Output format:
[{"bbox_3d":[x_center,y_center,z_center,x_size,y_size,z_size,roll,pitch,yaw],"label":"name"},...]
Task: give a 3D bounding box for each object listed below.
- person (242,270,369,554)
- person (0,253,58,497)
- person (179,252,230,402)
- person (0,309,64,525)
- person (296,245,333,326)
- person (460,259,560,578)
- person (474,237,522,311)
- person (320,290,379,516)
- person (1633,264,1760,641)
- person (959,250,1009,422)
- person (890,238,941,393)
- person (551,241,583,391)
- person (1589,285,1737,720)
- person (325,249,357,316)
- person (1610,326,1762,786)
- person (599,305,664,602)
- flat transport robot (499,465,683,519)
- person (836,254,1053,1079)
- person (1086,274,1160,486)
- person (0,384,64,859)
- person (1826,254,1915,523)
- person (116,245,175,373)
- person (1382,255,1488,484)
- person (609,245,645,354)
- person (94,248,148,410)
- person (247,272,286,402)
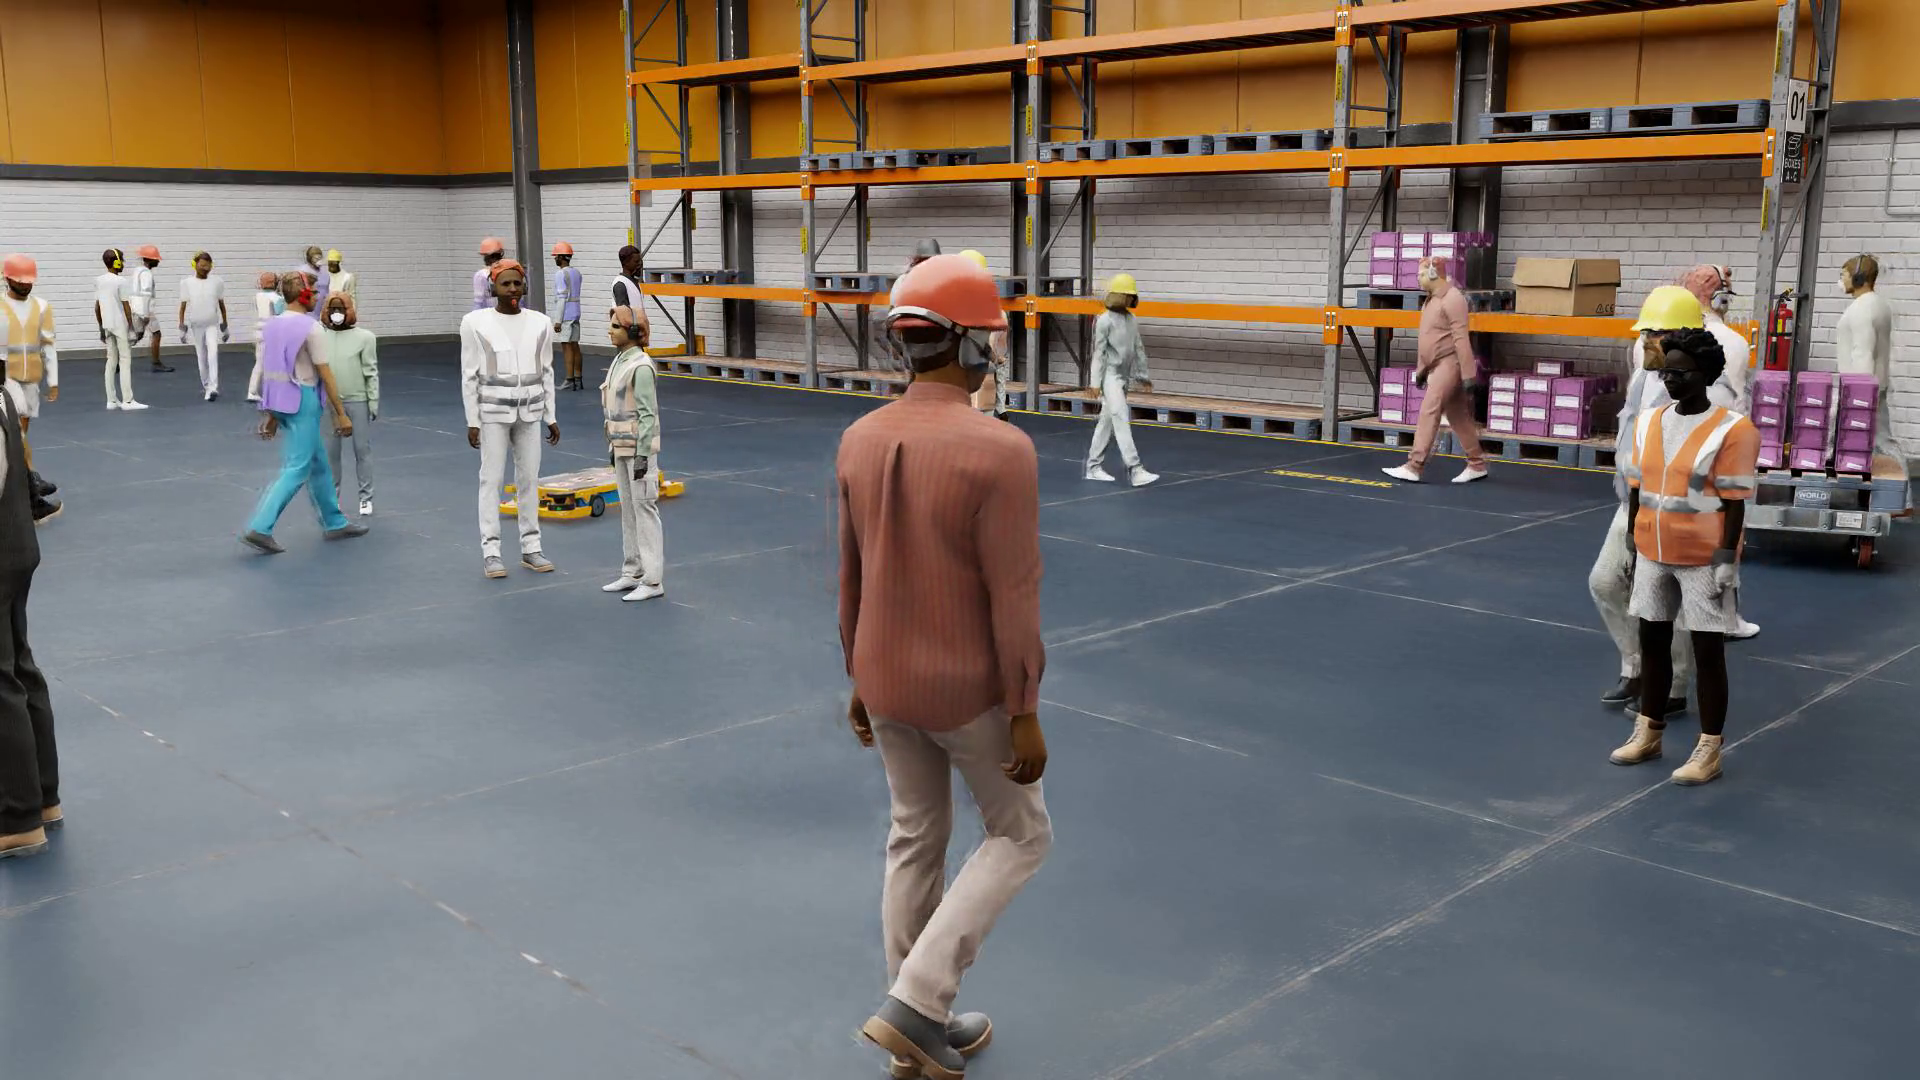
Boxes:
[{"bbox_3d":[-4.289,-0.835,10.746,0.567,1.806,0.922,8,13,38],"label":"person"},{"bbox_3d":[-7.183,-1.241,12.754,0.946,1.874,0.582,7,12,33],"label":"person"},{"bbox_3d":[-9.207,-2.577,20.226,0.563,1.804,1.010,-4,11,-22],"label":"person"},{"bbox_3d":[-6.641,-0.982,11.267,0.621,1.906,1.062,3,11,16],"label":"person"},{"bbox_3d":[-8.821,-3.035,22.527,0.931,1.897,0.666,4,11,22],"label":"person"},{"bbox_3d":[-2.675,-0.724,9.923,0.572,1.883,0.355,-8,13,-36],"label":"person"},{"bbox_3d":[-5.392,-2.563,19.649,0.983,2.010,0.619,8,13,36],"label":"person"},{"bbox_3d":[-4.458,-0.983,12.039,0.500,1.632,0.279,-1,10,-7],"label":"person"},{"bbox_3d":[3.682,-0.415,8.259,0.790,1.881,0.648,-6,12,-31],"label":"person"},{"bbox_3d":[0.050,-0.881,10.650,0.587,1.930,0.363,-5,12,-26],"label":"person"},{"bbox_3d":[-0.308,-2.067,16.814,0.692,2.000,1.064,-10,14,-43],"label":"person"},{"bbox_3d":[-5.137,-2.910,21.693,0.357,1.938,0.543,2,11,13],"label":"person"},{"bbox_3d":[2.888,-0.137,6.886,0.477,1.813,0.615,-2,11,-11],"label":"person"},{"bbox_3d":[-9.350,-3.452,24.965,0.607,1.819,0.588,0,10,-2],"label":"person"},{"bbox_3d":[2.693,0.055,6.203,0.320,1.691,0.530,-6,12,-29],"label":"person"},{"bbox_3d":[-1.824,-0.486,9.277,0.308,1.645,0.514,-6,12,-30],"label":"person"},{"bbox_3d":[-2.749,-0.370,12.388,0.652,0.197,1.431,5,12,26],"label":"flat transport robot"},{"bbox_3d":[-0.049,0.333,3.894,0.634,1.978,0.464,10,14,43],"label":"person"},{"bbox_3d":[1.350,-1.286,13.487,0.871,1.704,0.508,8,13,36],"label":"person"},{"bbox_3d":[-3.184,0.124,5.409,0.329,1.842,0.509,-2,11,-13],"label":"person"},{"bbox_3d":[6.321,-1.064,11.784,1.038,1.887,0.631,10,14,42],"label":"person"},{"bbox_3d":[-12.078,-3.378,24.413,0.797,1.900,0.578,-8,13,-35],"label":"person"},{"bbox_3d":[3.912,-1.374,13.555,0.976,1.857,0.671,1,10,3],"label":"person"},{"bbox_3d":[-3.388,-2.050,17.057,0.392,1.919,0.592,0,10,0],"label":"person"},{"bbox_3d":[-9.799,-2.443,19.342,0.534,1.866,0.310,4,11,21],"label":"person"},{"bbox_3d":[-8.365,-2.473,20.305,0.505,1.575,0.912,5,11,24],"label":"person"}]
